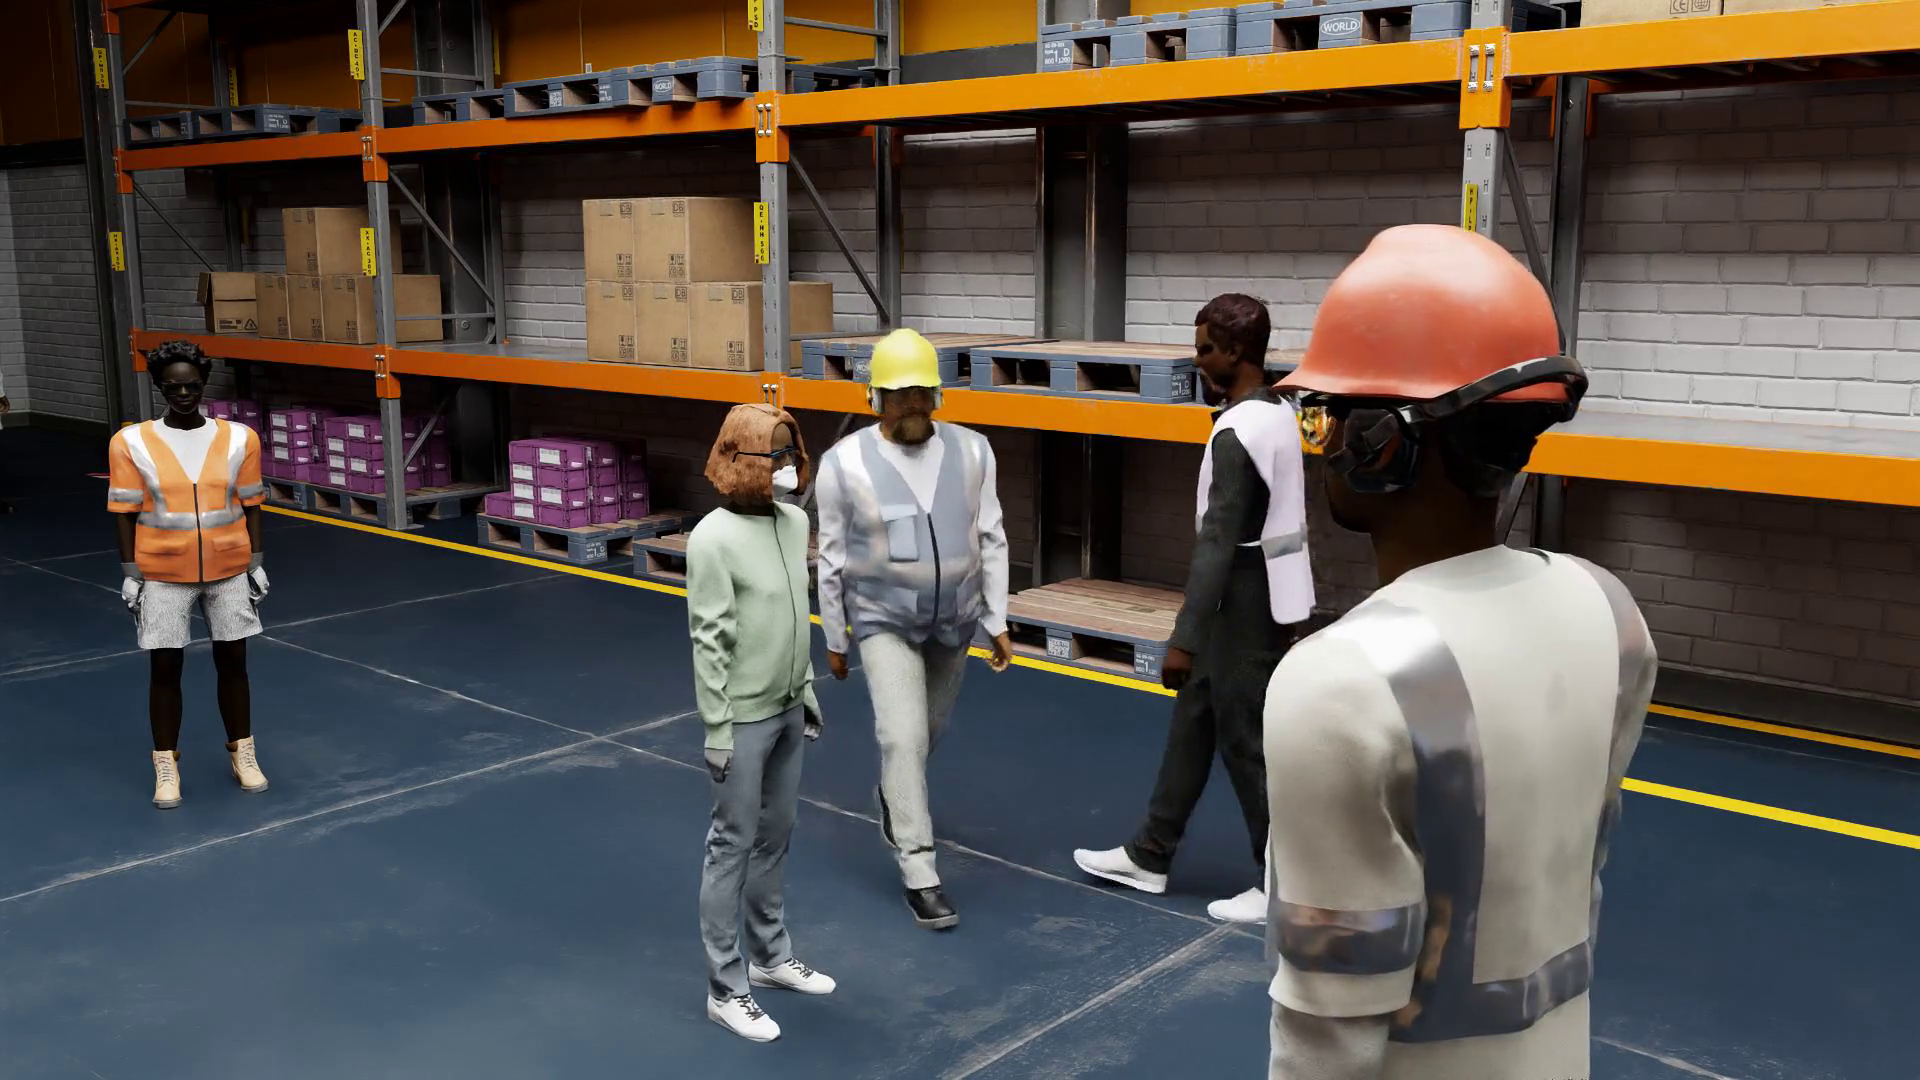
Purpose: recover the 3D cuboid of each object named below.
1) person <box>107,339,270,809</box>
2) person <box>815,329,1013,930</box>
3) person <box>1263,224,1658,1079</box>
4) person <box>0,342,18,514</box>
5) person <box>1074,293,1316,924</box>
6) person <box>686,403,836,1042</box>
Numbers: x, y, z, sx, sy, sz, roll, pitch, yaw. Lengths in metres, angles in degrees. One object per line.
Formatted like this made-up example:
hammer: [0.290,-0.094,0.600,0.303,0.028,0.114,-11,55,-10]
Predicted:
person: [-2.801,0.118,6.087,0.535,1.697,0.318,-7,12,-34]
person: [-0.165,0.221,5.255,0.581,1.792,0.928,-4,11,-23]
person: [0.500,0.681,1.893,0.605,2.045,0.381,-9,13,-42]
person: [-7.425,-1.129,12.503,0.359,1.938,0.547,5,11,26]
person: [0.723,0.218,4.965,0.716,1.891,0.628,3,10,16]
person: [-0.518,0.458,4.332,0.277,1.633,0.507,5,11,24]
